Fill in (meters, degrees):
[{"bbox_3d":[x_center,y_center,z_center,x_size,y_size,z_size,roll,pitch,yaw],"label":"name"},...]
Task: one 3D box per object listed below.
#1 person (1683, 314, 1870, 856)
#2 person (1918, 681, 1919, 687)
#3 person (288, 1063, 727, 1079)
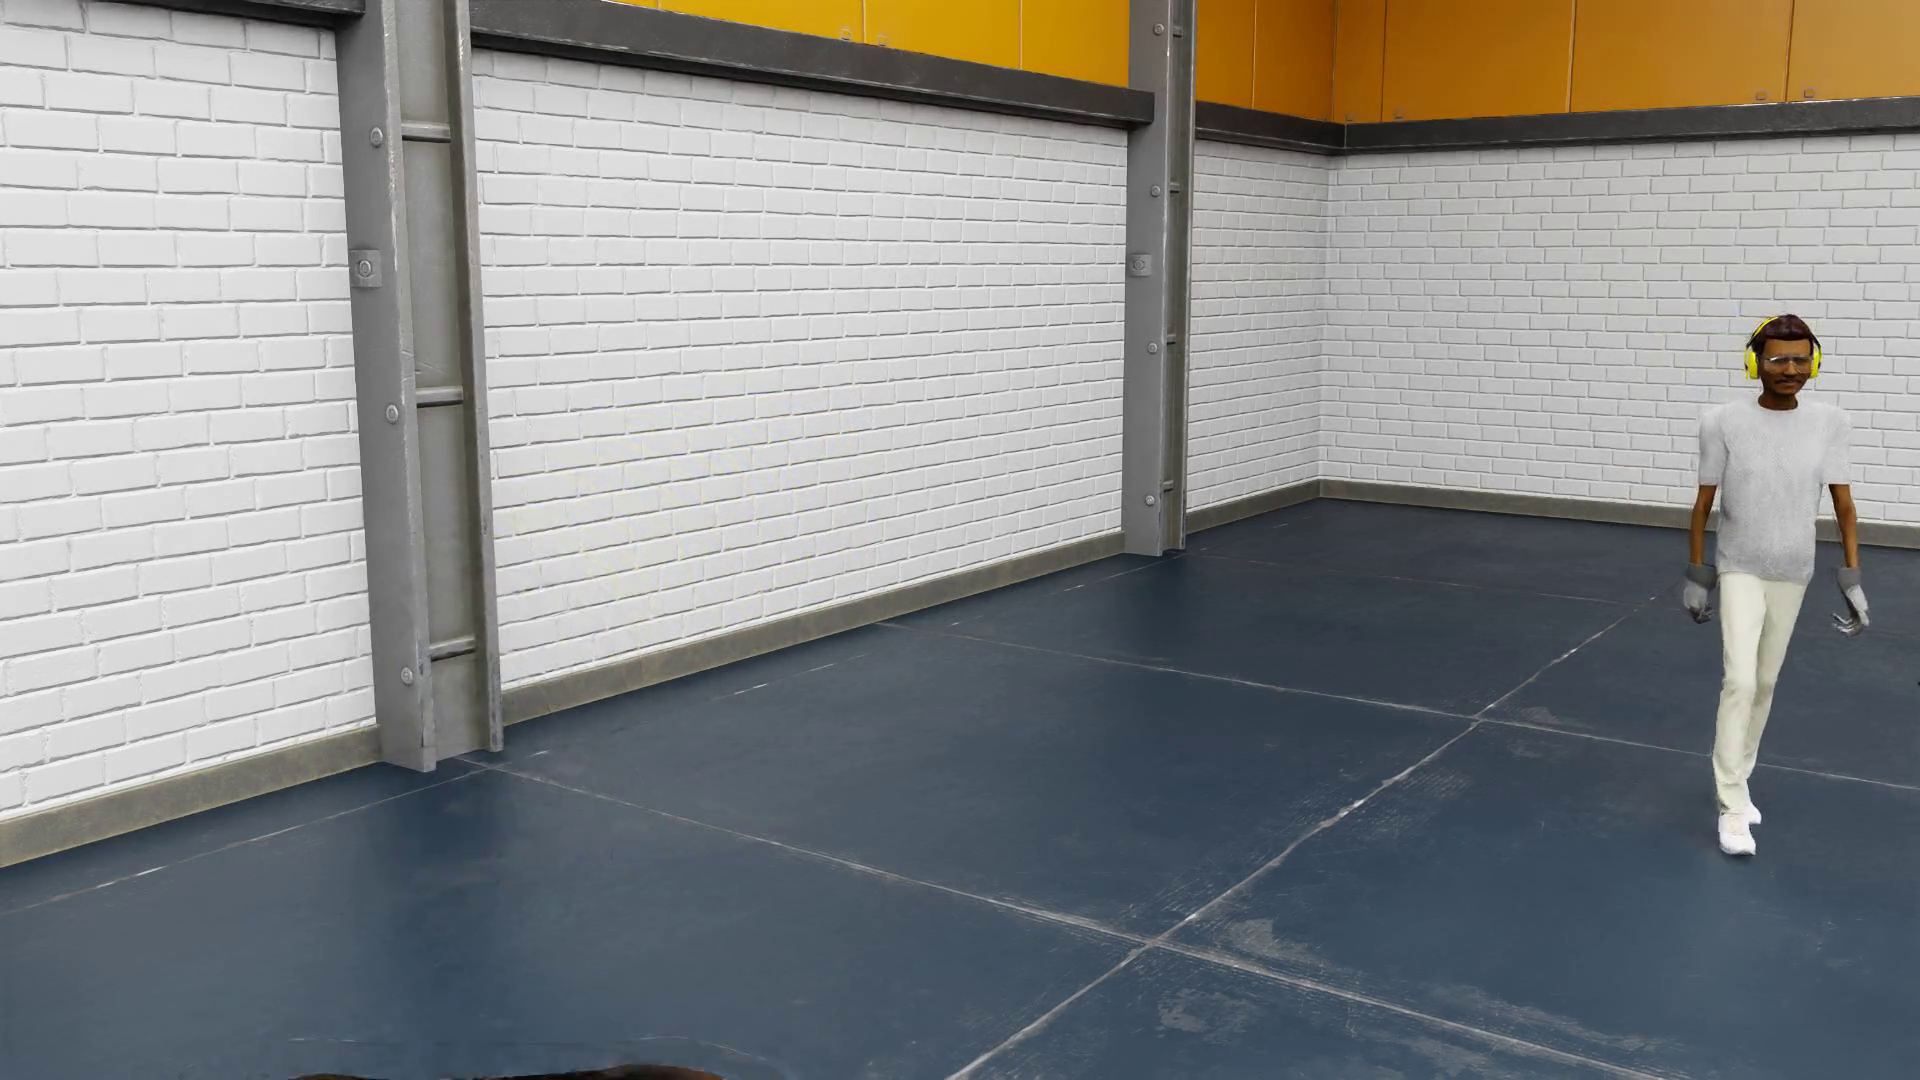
[{"bbox_3d":[2.836,0.154,5.746,0.531,1.838,0.839,1,10,6],"label":"person"},{"bbox_3d":[4.845,-0.035,7.558,0.867,1.596,0.533,-4,10,-21],"label":"person"},{"bbox_3d":[-0.285,0.902,1.138,0.594,1.889,0.841,-1,10,-4],"label":"person"}]
